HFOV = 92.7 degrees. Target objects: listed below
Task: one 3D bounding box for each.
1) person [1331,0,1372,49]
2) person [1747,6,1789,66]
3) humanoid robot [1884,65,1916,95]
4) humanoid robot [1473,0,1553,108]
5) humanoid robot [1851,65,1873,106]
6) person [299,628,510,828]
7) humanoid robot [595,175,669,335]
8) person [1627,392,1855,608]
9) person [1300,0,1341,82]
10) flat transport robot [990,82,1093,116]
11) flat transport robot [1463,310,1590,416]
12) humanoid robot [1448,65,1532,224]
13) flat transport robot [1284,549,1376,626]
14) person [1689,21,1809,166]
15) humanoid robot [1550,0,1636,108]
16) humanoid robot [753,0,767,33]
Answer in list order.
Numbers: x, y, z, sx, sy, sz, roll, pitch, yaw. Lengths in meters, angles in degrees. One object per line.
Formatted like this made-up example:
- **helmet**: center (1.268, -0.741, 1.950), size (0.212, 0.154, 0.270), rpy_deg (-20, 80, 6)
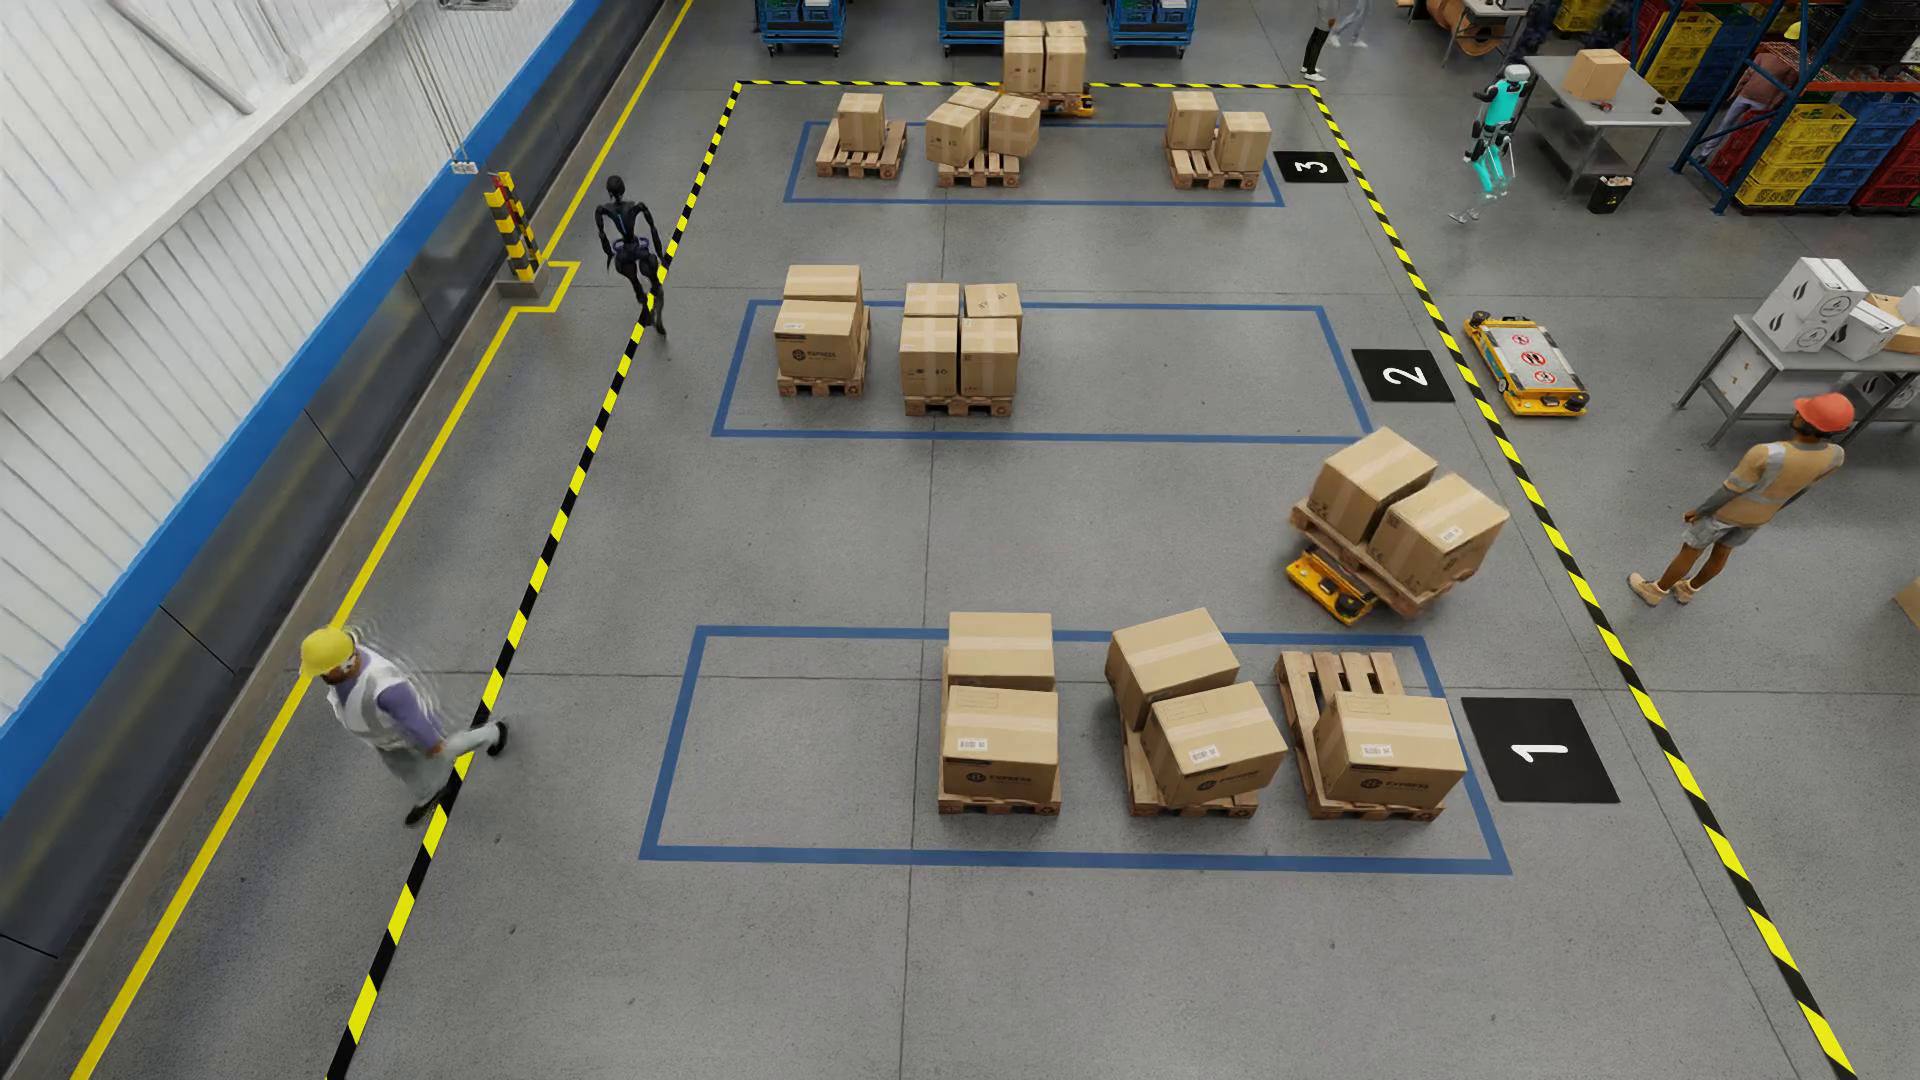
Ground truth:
- **person**: center (6.097, -8.322, 13.775), size (0.407, 1.753, 0.490), rpy_deg (34, 57, 26)
- **person**: center (11.797, -7.692, 13.134), size (0.316, 1.867, 0.531), rpy_deg (1, 49, 1)
- **humanoid robot**: center (13.515, -7.105, 12.672), size (0.549, 1.748, 0.679), rpy_deg (14, 51, 12)
- **humanoid robot**: center (7.706, -6.726, 12.456), size (0.610, 1.620, 0.772), rpy_deg (-34, 57, -26)
- **humanoid robot**: center (12.779, -6.857, 12.451), size (0.541, 1.729, 0.697), rpy_deg (-28, 55, -22)
- **person**: center (-3.396, 1.055, 5.602), size (0.598, 1.808, 0.775), rpy_deg (23, 53, 18)
- **humanoid robot**: center (-3.216, -2.764, 9.002), size (0.599, 1.644, 0.583), rpy_deg (-7, 49, -6)
- **person**: center (5.578, -0.238, 6.564), size (0.606, 2.048, 0.366), rpy_deg (-1, 49, -1)
- **person**: center (5.272, -7.544, 13.019), size (0.398, 1.848, 0.587), rpy_deg (3, 49, 3)
- **flat transport robot**: center (1.134, -6.214, 12.894), size (1.431, 0.197, 0.652), rpy_deg (1, 49, 1)
- **flat transport robot**: center (5.573, -1.757, 9.054), size (0.659, 0.231, 1.431), rpy_deg (1, 49, 1)
- **humanoid robot**: center (5.997, -4.312, 10.208), size (0.533, 1.674, 0.735), rpy_deg (-12, 50, -10)
- **flat transport robot**: center (3.392, 0.106, 7.423), size (1.431, 0.197, 0.652), rpy_deg (-27, 54, -21)
- **person**: center (9.717, -5.391, 11.208), size (0.312, 1.769, 0.523), rpy_deg (-31, 56, -24)
- **humanoid robot**: center (8.603, -6.586, 12.310), size (0.605, 1.631, 0.634), rpy_deg (-19, 52, -15)
- **humanoid robot**: center (-3.164, -8.813, 14.228), size (0.463, 1.646, 0.616), rpy_deg (-21, 52, -17)
